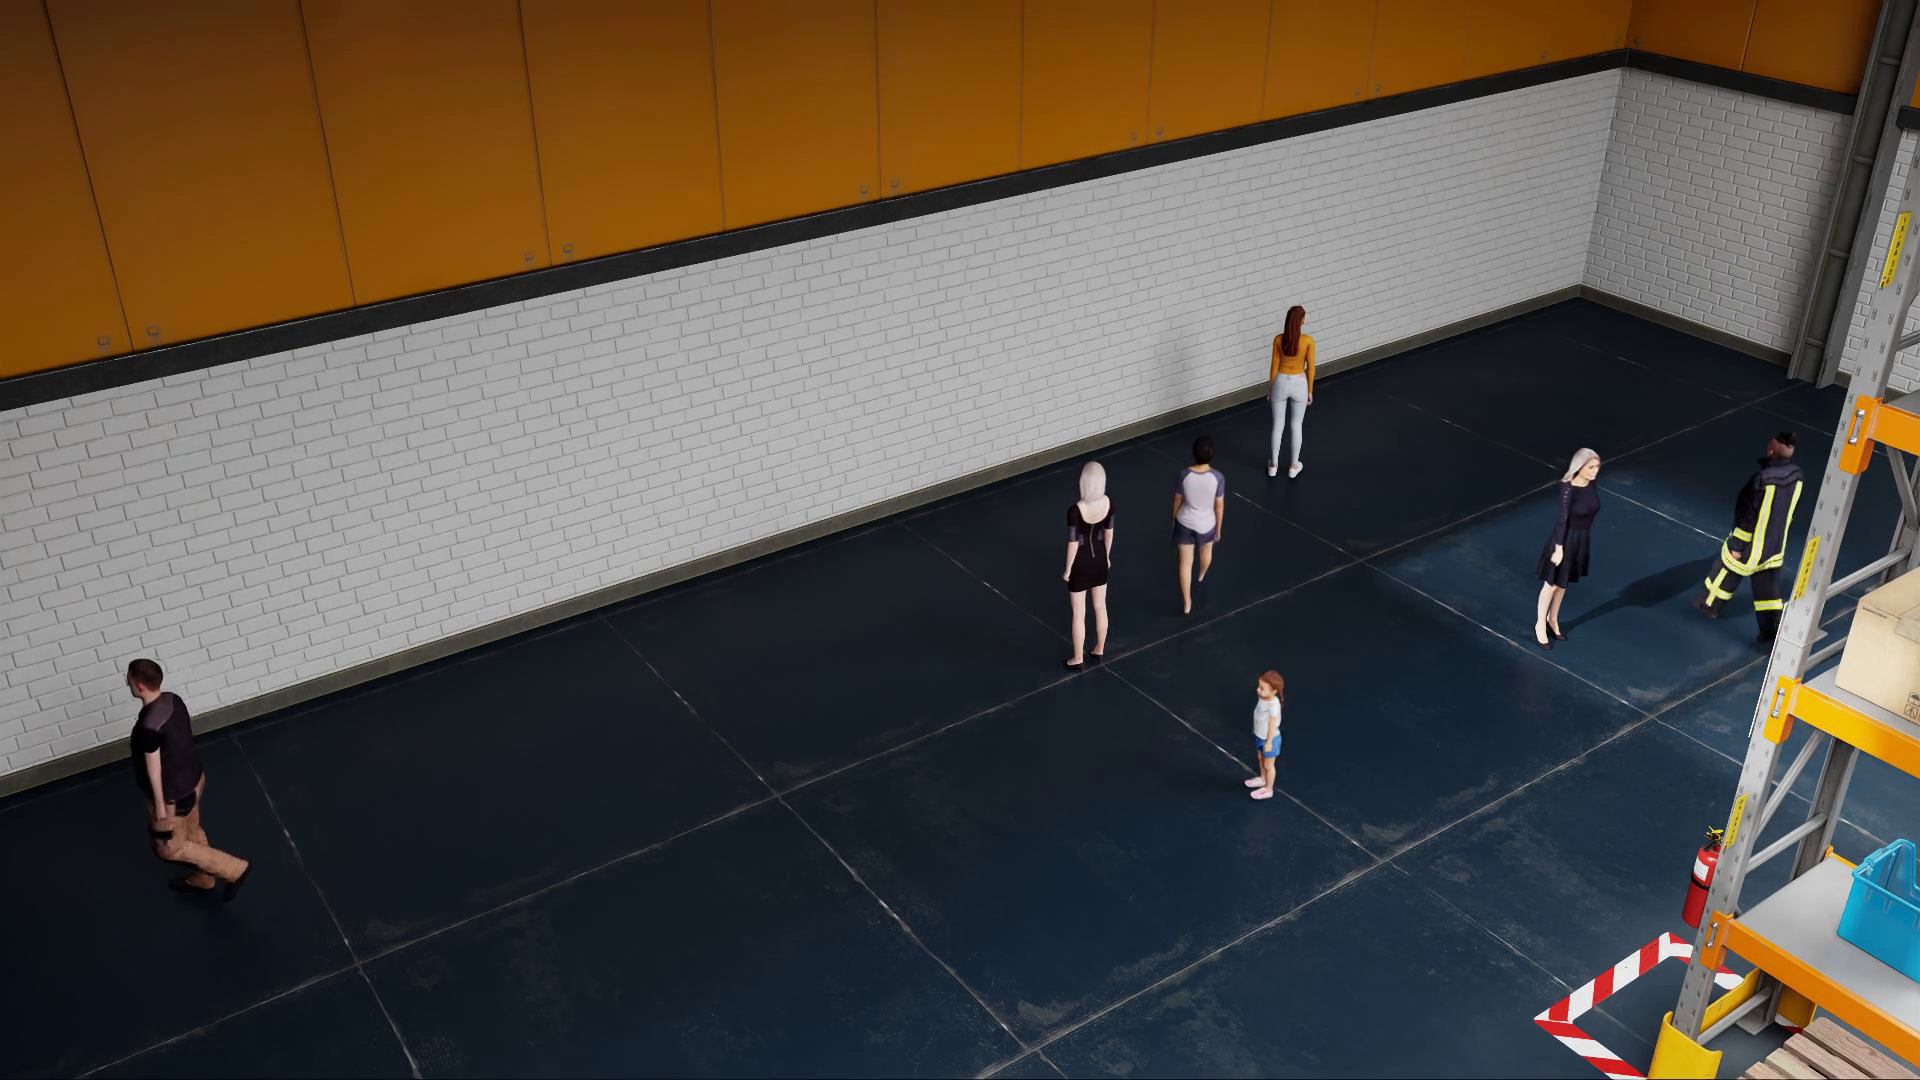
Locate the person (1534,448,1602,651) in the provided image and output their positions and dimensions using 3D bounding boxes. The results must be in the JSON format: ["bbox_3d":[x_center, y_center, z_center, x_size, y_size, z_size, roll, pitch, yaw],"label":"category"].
[{"bbox_3d":[4.890,0.058,13.348,0.589,1.746,0.552,-20,34,-32],"label":"person"}]

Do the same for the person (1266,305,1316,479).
[{"bbox_3d":[3.187,-1.443,16.095,0.664,1.749,0.737,7,29,12],"label":"person"}]

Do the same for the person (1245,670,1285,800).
[{"bbox_3d":[2.175,1.359,11.721,0.524,1.019,0.427,-7,29,-12],"label":"person"}]

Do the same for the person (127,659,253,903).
[{"bbox_3d":[-4.886,1.553,10.524,0.959,1.825,0.933,-3,29,-5],"label":"person"}]

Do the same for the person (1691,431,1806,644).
[{"bbox_3d":[6.476,-0.002,13.361,0.976,1.837,1.230,-9,30,-15],"label":"person"}]

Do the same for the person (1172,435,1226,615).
[{"bbox_3d":[1.969,-0.105,13.885,0.989,1.517,1.045,5,29,8],"label":"person"}]

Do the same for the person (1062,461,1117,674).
[{"bbox_3d":[1.005,0.203,12.994,0.596,1.830,0.524,-15,32,-26],"label":"person"}]
